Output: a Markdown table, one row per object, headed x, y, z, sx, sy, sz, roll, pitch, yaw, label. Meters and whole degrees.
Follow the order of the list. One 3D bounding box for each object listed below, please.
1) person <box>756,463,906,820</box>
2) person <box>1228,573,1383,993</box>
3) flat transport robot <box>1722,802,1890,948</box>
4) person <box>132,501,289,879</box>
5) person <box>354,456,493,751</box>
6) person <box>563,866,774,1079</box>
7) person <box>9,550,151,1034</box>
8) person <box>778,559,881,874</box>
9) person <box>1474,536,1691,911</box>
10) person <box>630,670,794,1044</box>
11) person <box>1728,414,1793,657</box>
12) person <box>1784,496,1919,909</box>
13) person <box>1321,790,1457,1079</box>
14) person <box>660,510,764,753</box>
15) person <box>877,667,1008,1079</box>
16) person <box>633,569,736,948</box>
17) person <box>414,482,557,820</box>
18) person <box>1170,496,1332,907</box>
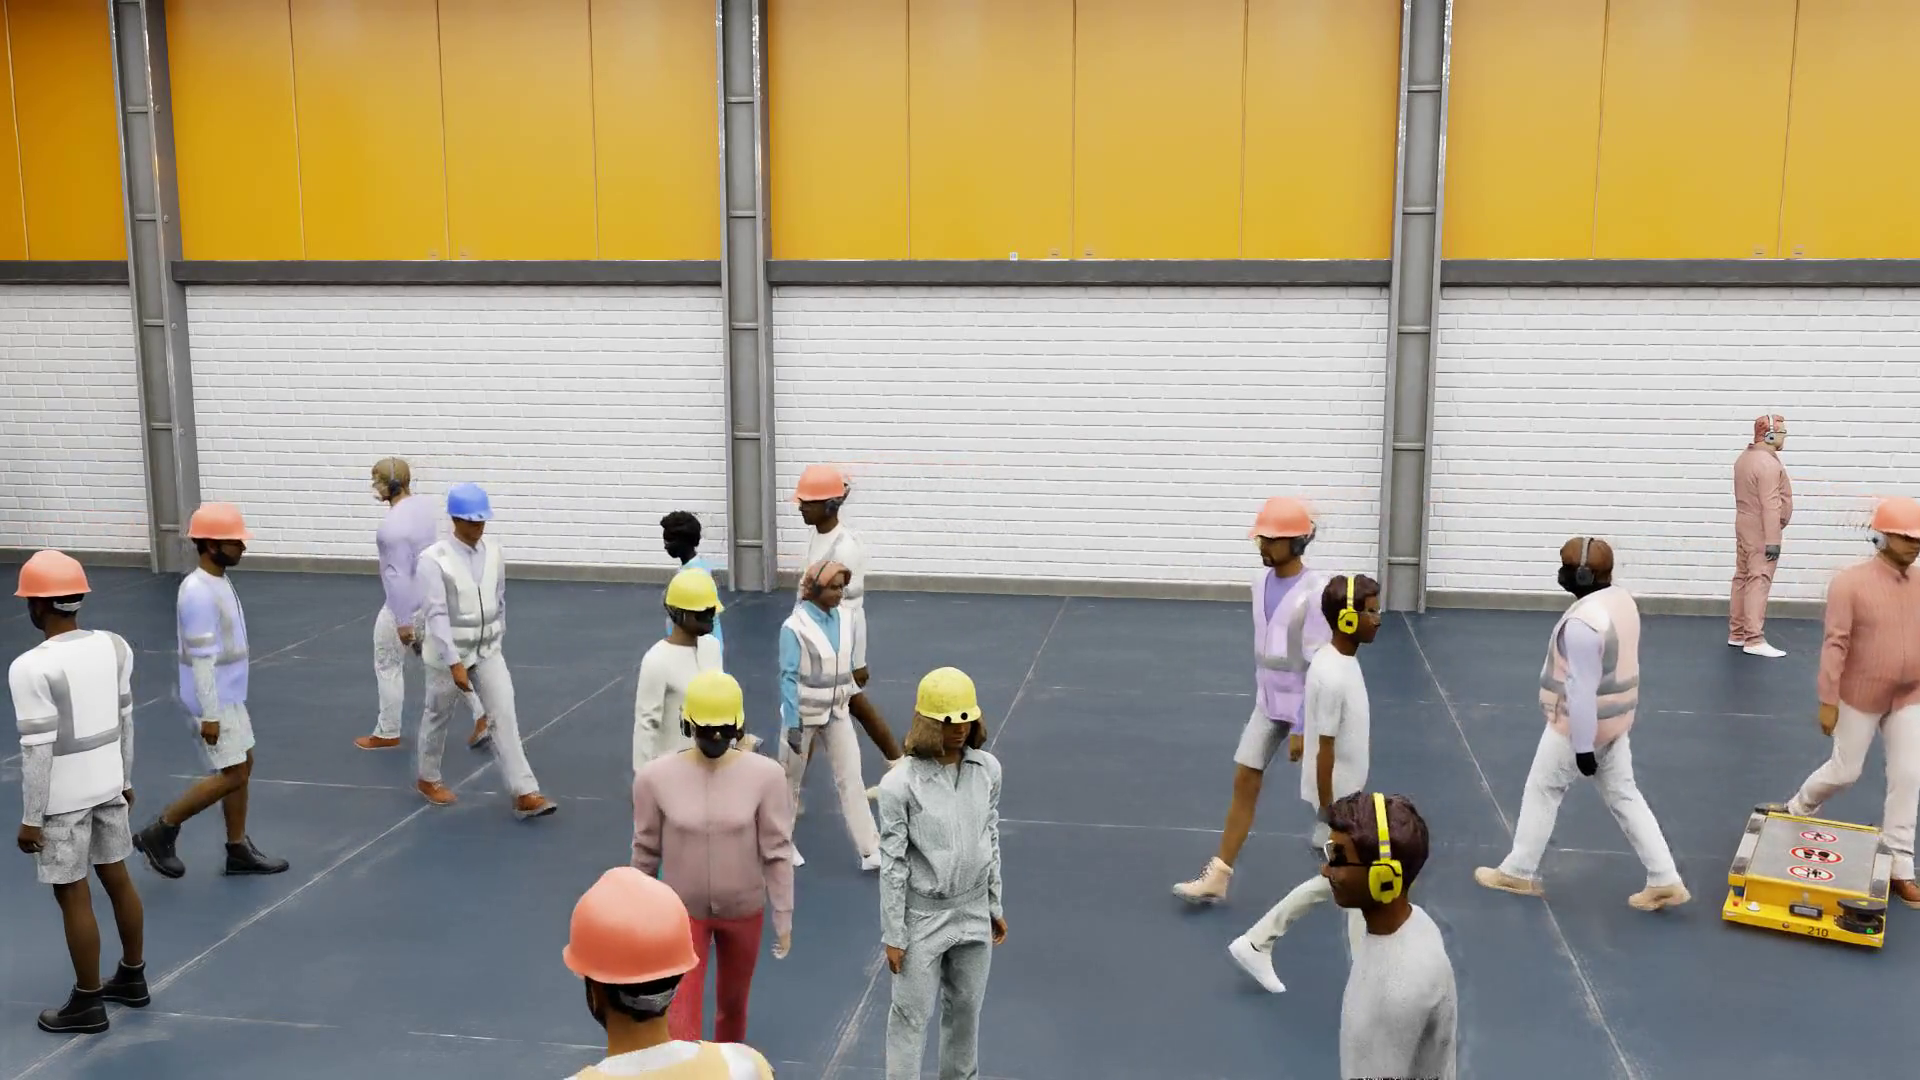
| x | y | z | sx | sy | sz | roll | pitch | yaw | label |
| --- | --- | --- | --- | --- | --- | --- | --- | --- | --- |
| -0.696 | 0.555 | 9.269 | 1.064 | 1.995 | 0.625 | -3 | 10 | -17 | person |
| 1.513 | 1.034 | 6.724 | 0.746 | 1.855 | 0.557 | 3 | 10 | 16 | person |
| 4.155 | 1.597 | 8.091 | 0.652 | 0.197 | 1.431 | 5 | 11 | 30 | flat transport robot |
| -3.714 | 0.762 | 8.189 | 0.583 | 1.920 | 0.545 | -2 | 9 | -14 | person |
| -3.355 | 0.410 | 10.398 | 0.934 | 1.906 | 0.644 | 1 | 9 | 5 | person |
| -0.544 | 1.587 | 3.143 | 0.551 | 1.910 | 0.805 | -7 | 12 | -38 | person |
| -3.549 | 1.000 | 6.648 | 0.371 | 1.935 | 0.551 | 3 | 10 | 16 | person |
| -0.652 | 0.900 | 8.302 | 0.850 | 1.589 | 0.550 | 9 | 13 | 43 | person |
| 3.025 | 0.870 | 7.899 | 0.957 | 1.801 | 0.634 | 8 | 12 | 42 | person |
| -0.825 | 1.280 | 5.593 | 0.545 | 1.710 | 0.902 | -2 | 9 | -12 | person |
| 6.356 | -0.043 | 13.175 | 0.409 | 1.909 | 0.641 | 1 | 9 | 5 | person |
| 4.484 | 0.738 | 8.211 | 0.623 | 1.965 | 0.892 | -1 | 9 | -7 | person |
| 0.923 | 1.491 | 3.885 | 0.468 | 1.856 | 0.513 | 1 | 9 | 5 | person |
| -1.455 | 0.647 | 9.629 | 0.513 | 1.670 | 0.563 | -1 | 9 | -7 | person |
| -0.042 | 1.273 | 5.560 | 0.494 | 1.743 | 0.307 | -7 | 11 | -36 | person |
| -1.199 | 0.982 | 7.325 | 0.427 | 1.743 | 0.554 | 4 | 10 | 24 | person |
| -2.716 | 0.611 | 9.197 | 1.046 | 1.887 | 0.600 | 7 | 12 | 38 | person |
| 1.556 | 0.773 | 7.922 | 1.099 | 1.984 | 0.625 | -5 | 10 | -27 | person |
